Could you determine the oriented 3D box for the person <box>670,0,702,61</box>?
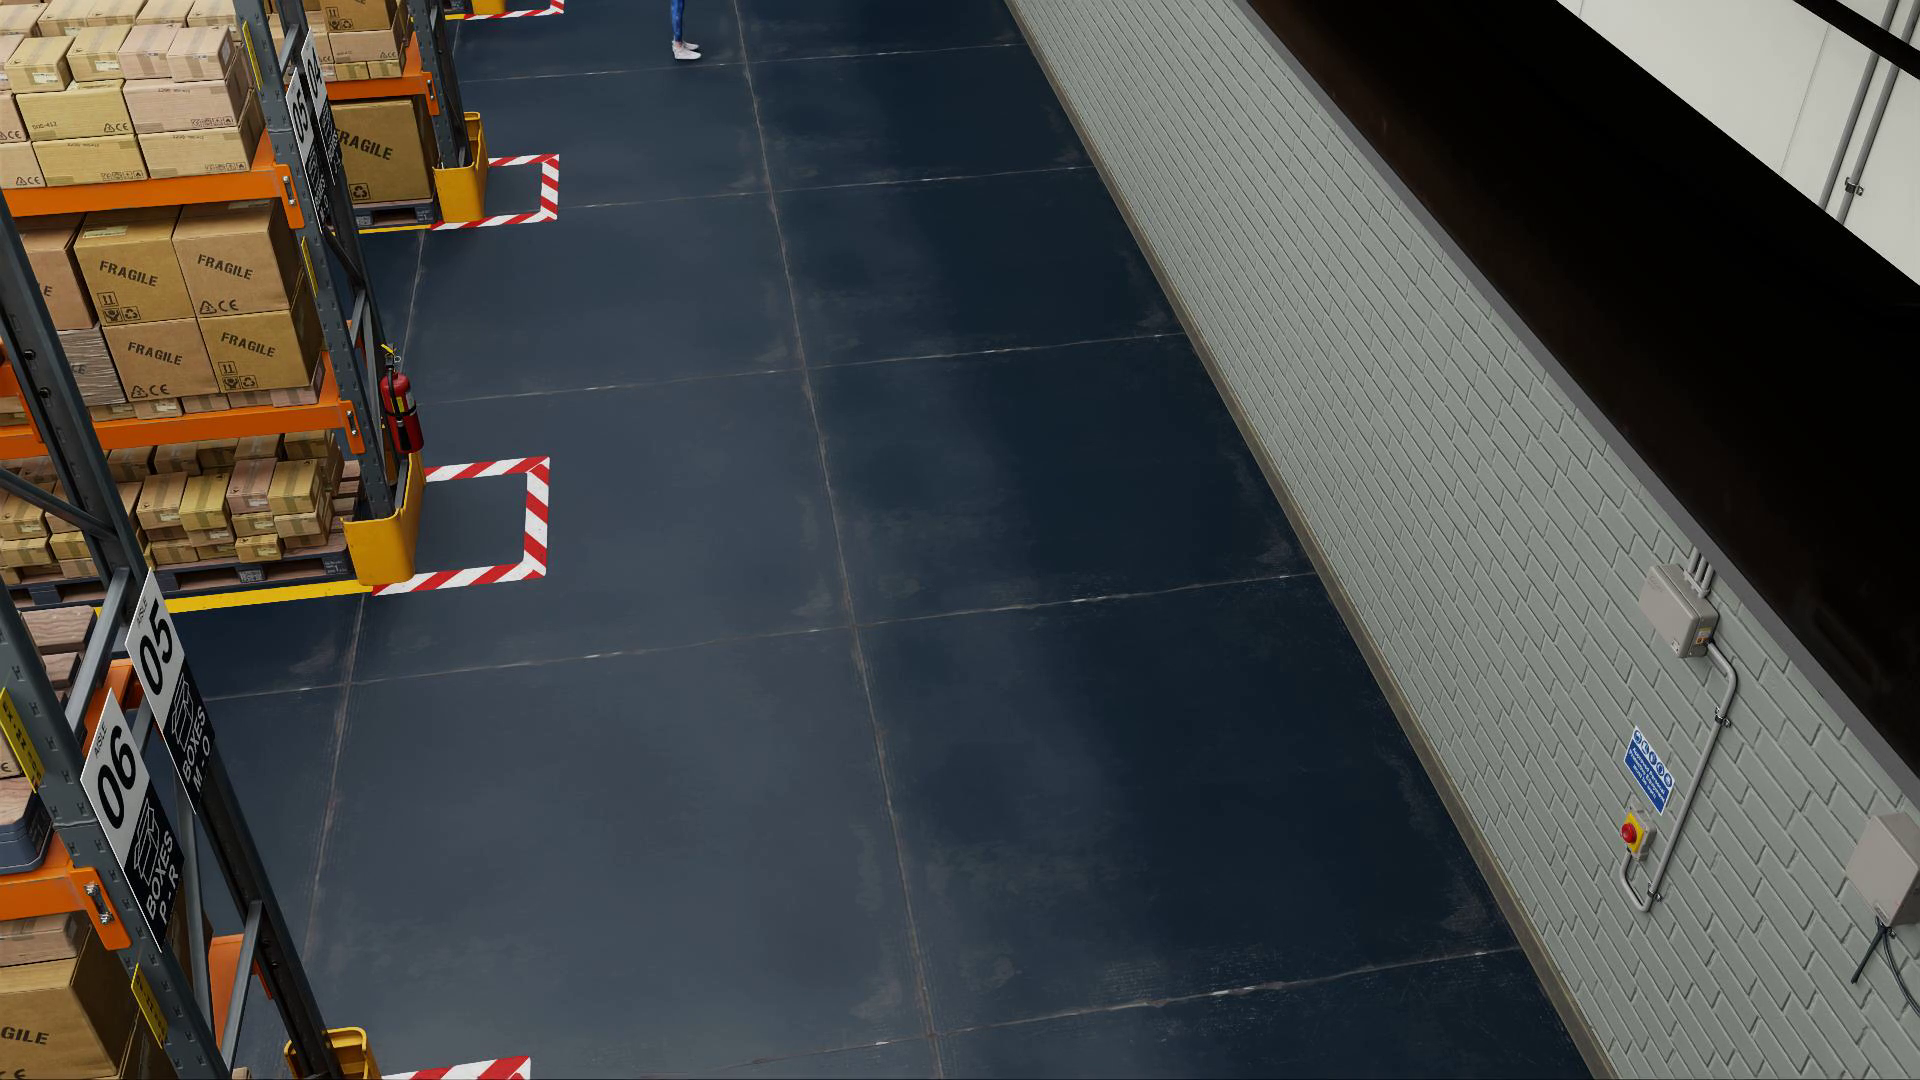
[{"bbox_3d":[-2.874,-5.778,16.811,0.578,1.785,0.572,-8,39,-10],"label":"person"}]
